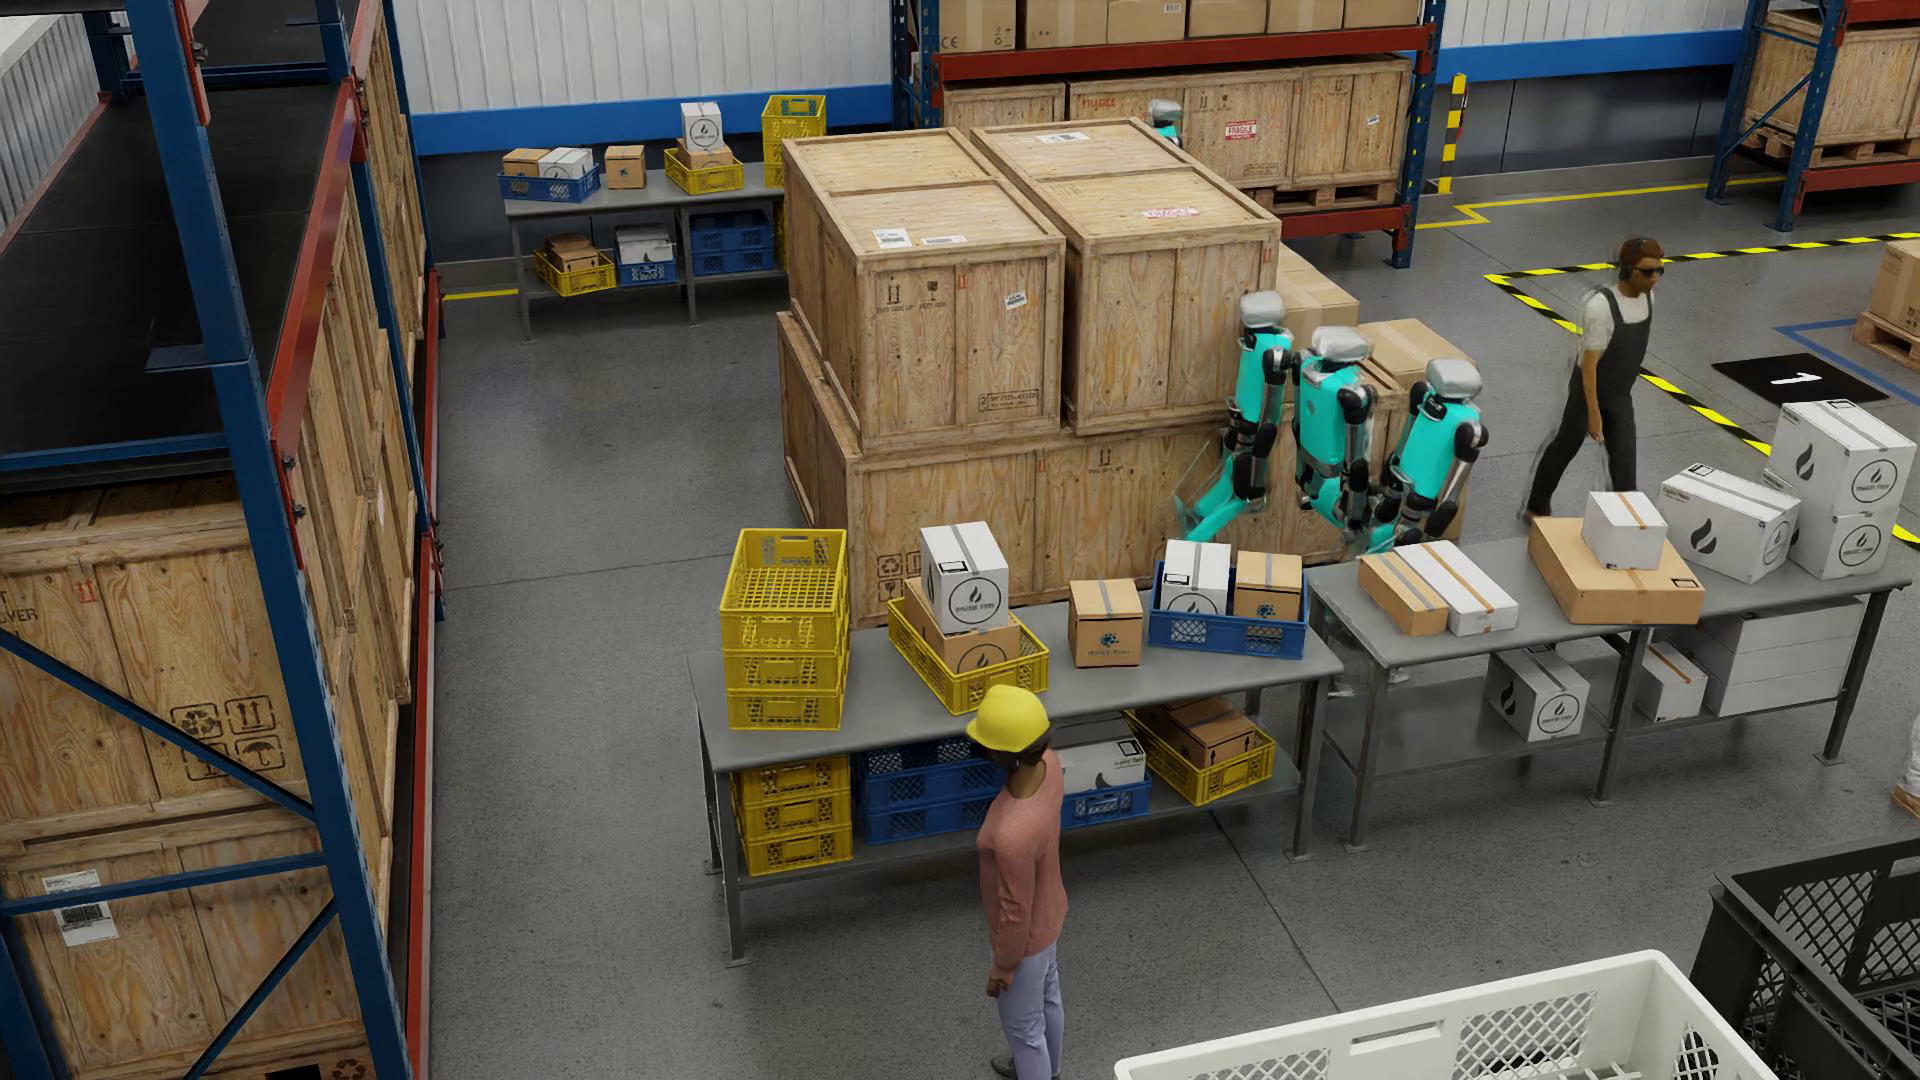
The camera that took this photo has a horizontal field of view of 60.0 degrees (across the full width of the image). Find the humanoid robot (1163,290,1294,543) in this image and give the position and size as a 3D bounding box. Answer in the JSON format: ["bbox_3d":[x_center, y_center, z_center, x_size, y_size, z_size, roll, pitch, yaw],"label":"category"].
[{"bbox_3d":[1.244,-0.344,8.232,0.691,1.806,0.549,-2,29,-3],"label":"humanoid robot"}]

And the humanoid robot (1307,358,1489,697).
[{"bbox_3d":[1.837,0.036,7.555,0.857,1.771,0.559,-6,29,-10],"label":"humanoid robot"}]

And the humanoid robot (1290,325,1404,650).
[{"bbox_3d":[1.924,-0.227,8.016,0.761,1.779,0.549,-12,31,-20],"label":"humanoid robot"}]

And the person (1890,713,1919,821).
[{"bbox_3d":[4.301,0.348,6.869,0.628,1.835,0.429,-16,33,-27],"label":"person"}]

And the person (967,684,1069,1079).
[{"bbox_3d":[0.176,1.221,5.348,0.326,1.765,0.530,7,30,13],"label":"person"}]

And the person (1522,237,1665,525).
[{"bbox_3d":[3.478,-0.723,8.838,0.508,1.796,0.961,-14,32,-24],"label":"person"}]

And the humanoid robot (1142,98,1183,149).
[{"bbox_3d":[1.666,-2.211,11.642,0.990,1.774,0.531,-8,30,-14],"label":"humanoid robot"}]
